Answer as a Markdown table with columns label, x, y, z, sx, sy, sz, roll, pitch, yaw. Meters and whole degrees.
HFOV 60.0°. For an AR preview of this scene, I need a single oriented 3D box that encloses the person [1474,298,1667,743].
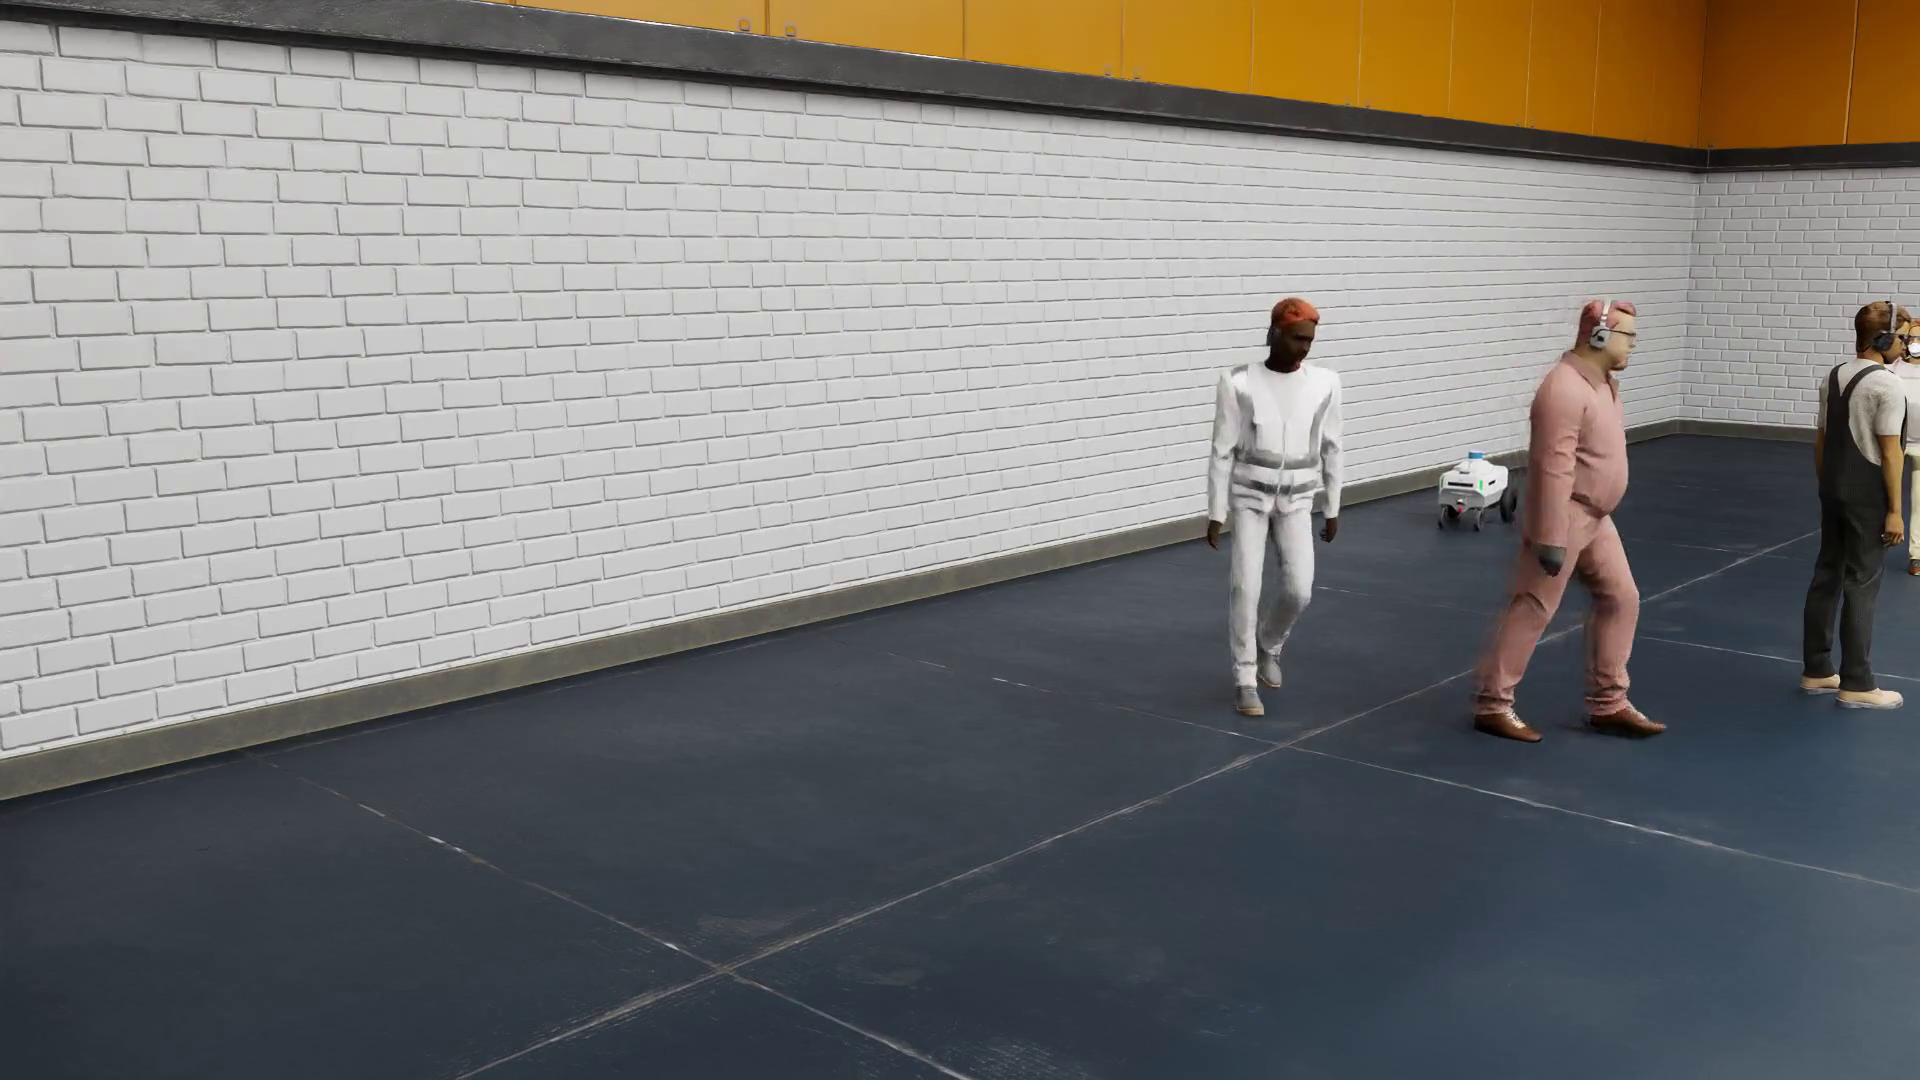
| label | x | y | z | sx | sy | sz | roll | pitch | yaw |
| --- | --- | --- | --- | --- | --- | --- | --- | --- | --- |
| person | 2.637 | -0.063 | 6.963 | 0.867 | 1.861 | 0.702 | 7 | 12 | 35 |

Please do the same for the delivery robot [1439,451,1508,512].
| label | x | y | z | sx | sy | sz | roll | pitch | yaw |
| --- | --- | --- | --- | --- | --- | --- | --- | --- | --- |
| delivery robot | 3.856 | -0.428 | 12.478 | 0.477 | 0.478 | 0.707 | 7 | 12 | 33 |

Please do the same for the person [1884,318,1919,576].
| label | x | y | z | sx | sy | sz | roll | pitch | yaw |
| --- | --- | --- | --- | --- | --- | --- | --- | --- | --- |
| person | 6.047 | -0.588 | 10.587 | 0.500 | 1.634 | 0.286 | 8 | 13 | 39 |

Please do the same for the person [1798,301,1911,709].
| label | x | y | z | sx | sy | sz | roll | pitch | yaw |
| --- | --- | --- | --- | --- | --- | --- | --- | --- | --- |
| person | 4.091 | -0.159 | 7.561 | 0.344 | 1.839 | 0.504 | -2 | 10 | -9 |

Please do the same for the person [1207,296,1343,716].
| label | x | y | z | sx | sy | sz | roll | pitch | yaw |
| --- | --- | --- | --- | --- | --- | --- | --- | --- | --- |
| person | 1.398 | -0.157 | 7.461 | 0.623 | 1.867 | 0.477 | -1 | 10 | -5 |
